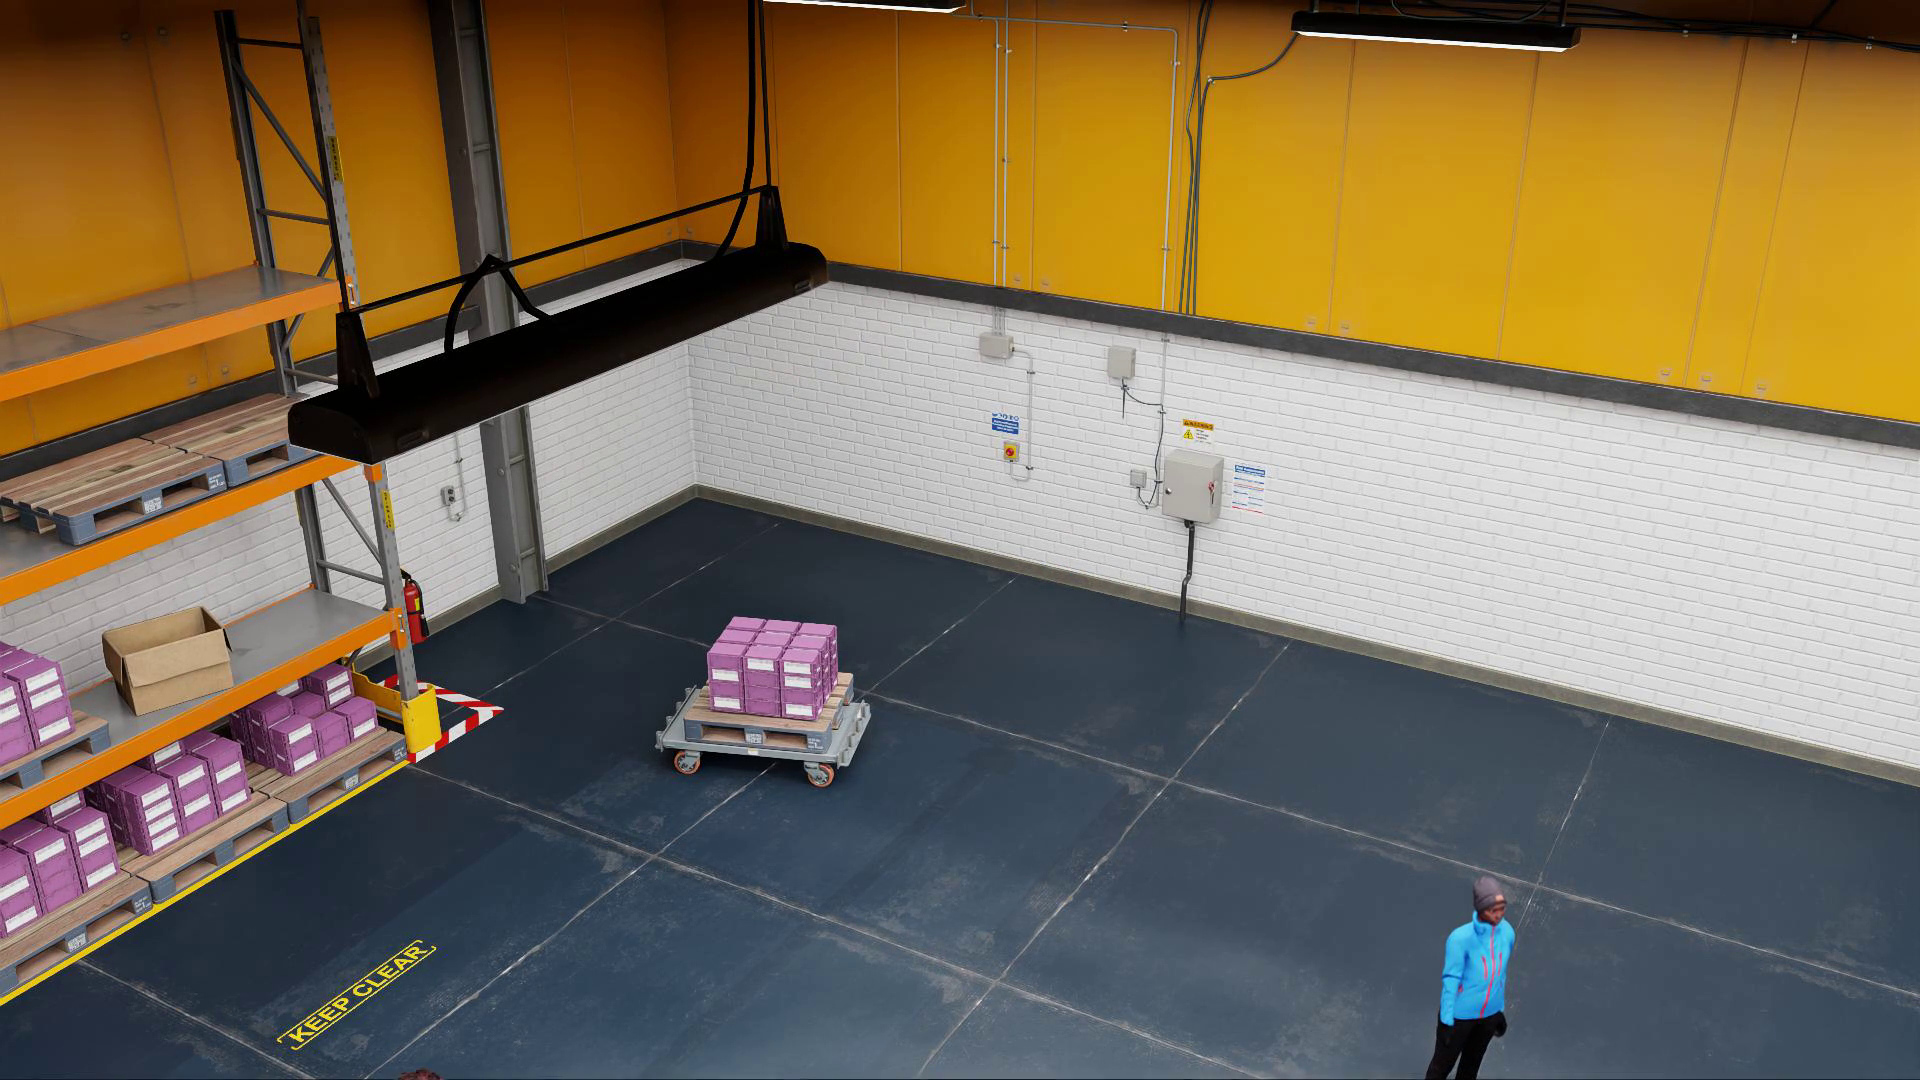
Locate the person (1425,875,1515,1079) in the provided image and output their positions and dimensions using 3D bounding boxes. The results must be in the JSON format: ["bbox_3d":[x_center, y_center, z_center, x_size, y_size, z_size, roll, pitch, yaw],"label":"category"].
[{"bbox_3d":[2.993,2.751,9.787,0.672,1.792,0.756,-9,25,-19],"label":"person"}]
